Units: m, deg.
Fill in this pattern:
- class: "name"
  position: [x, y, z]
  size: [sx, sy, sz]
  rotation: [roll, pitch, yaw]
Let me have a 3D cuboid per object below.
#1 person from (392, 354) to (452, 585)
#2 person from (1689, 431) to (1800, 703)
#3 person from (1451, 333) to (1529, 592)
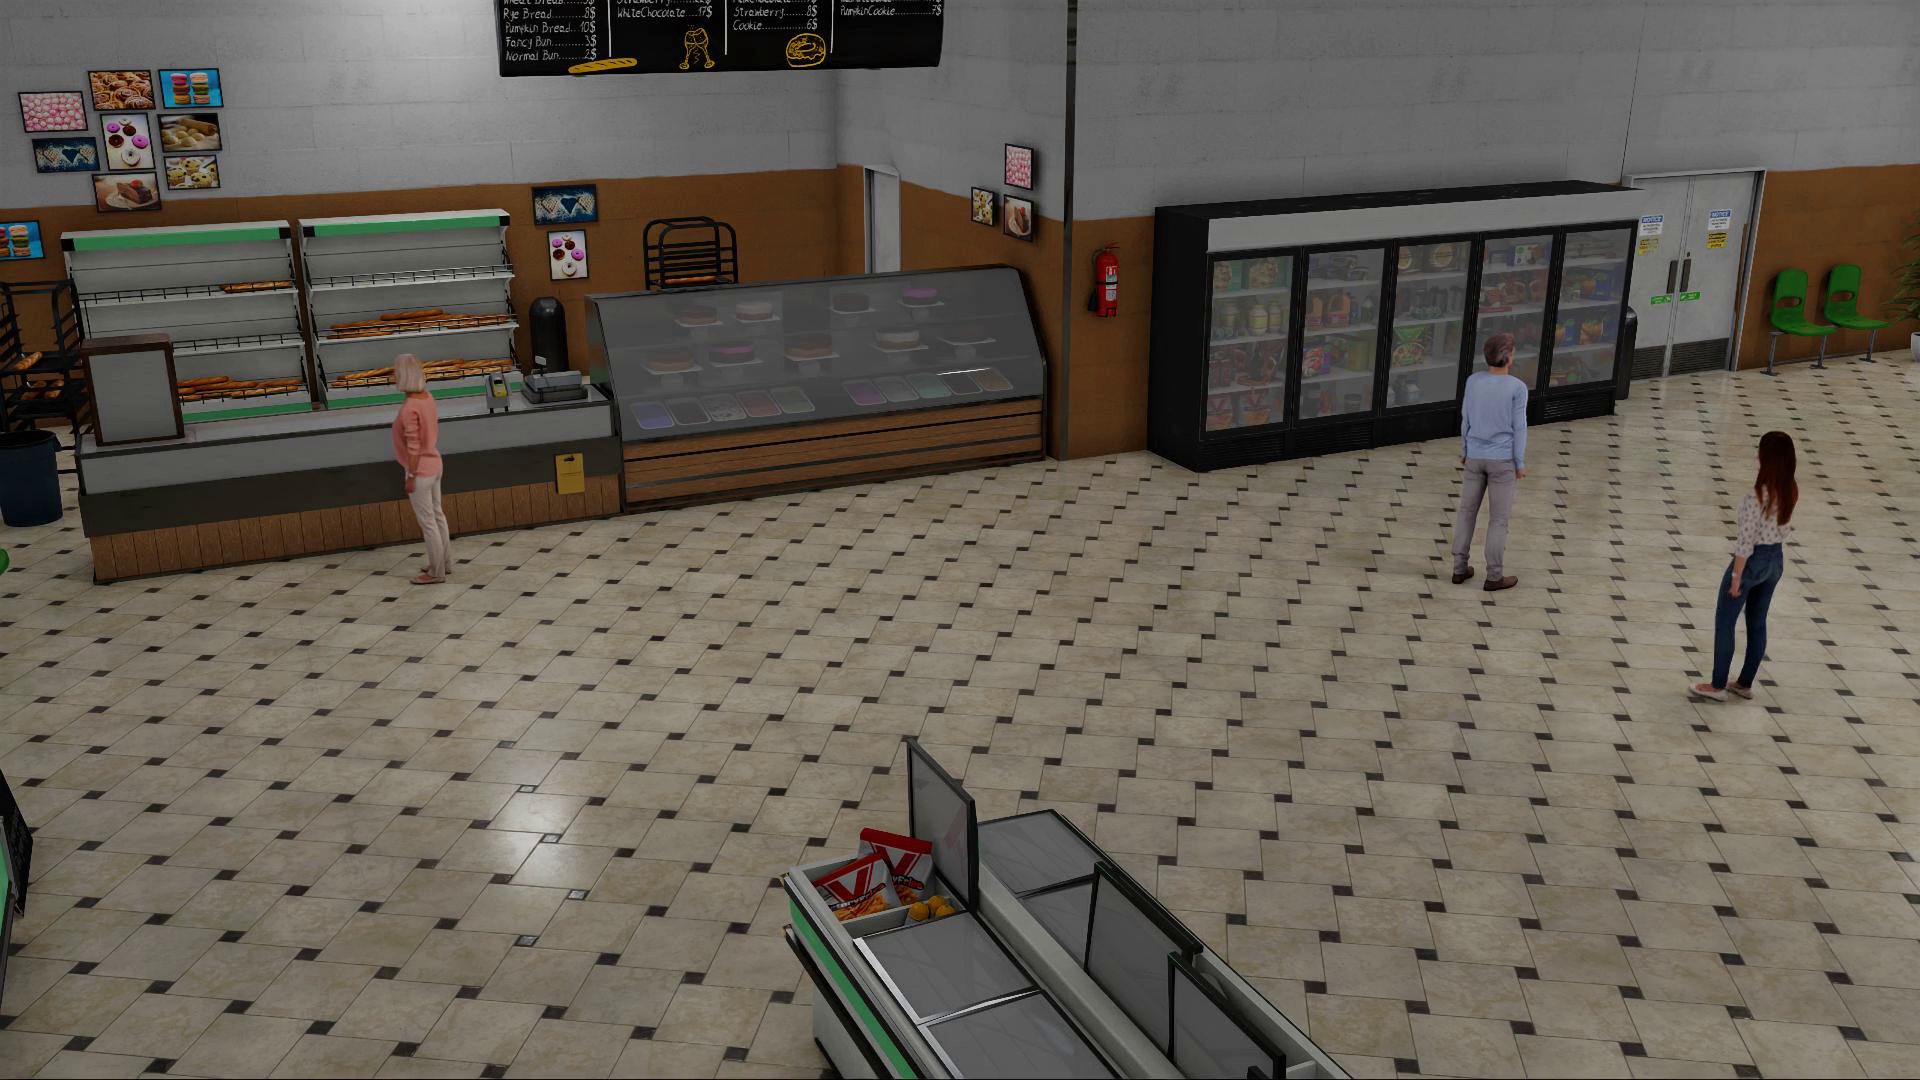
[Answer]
- class: "person"
  position: [-3.955, -0.528, 12.243]
  size: [0.738, 1.724, 0.613]
  rotation: [1, 19, 3]
- class: "person"
  position: [4.900, 0.178, 10.141]
  size: [0.577, 1.728, 0.554]
  rotation: [-8, 20, -23]
- class: "person"
  position: [3.862, -0.572, 12.108]
  size: [0.642, 1.894, 0.786]
  rotation: [18, 25, 42]
